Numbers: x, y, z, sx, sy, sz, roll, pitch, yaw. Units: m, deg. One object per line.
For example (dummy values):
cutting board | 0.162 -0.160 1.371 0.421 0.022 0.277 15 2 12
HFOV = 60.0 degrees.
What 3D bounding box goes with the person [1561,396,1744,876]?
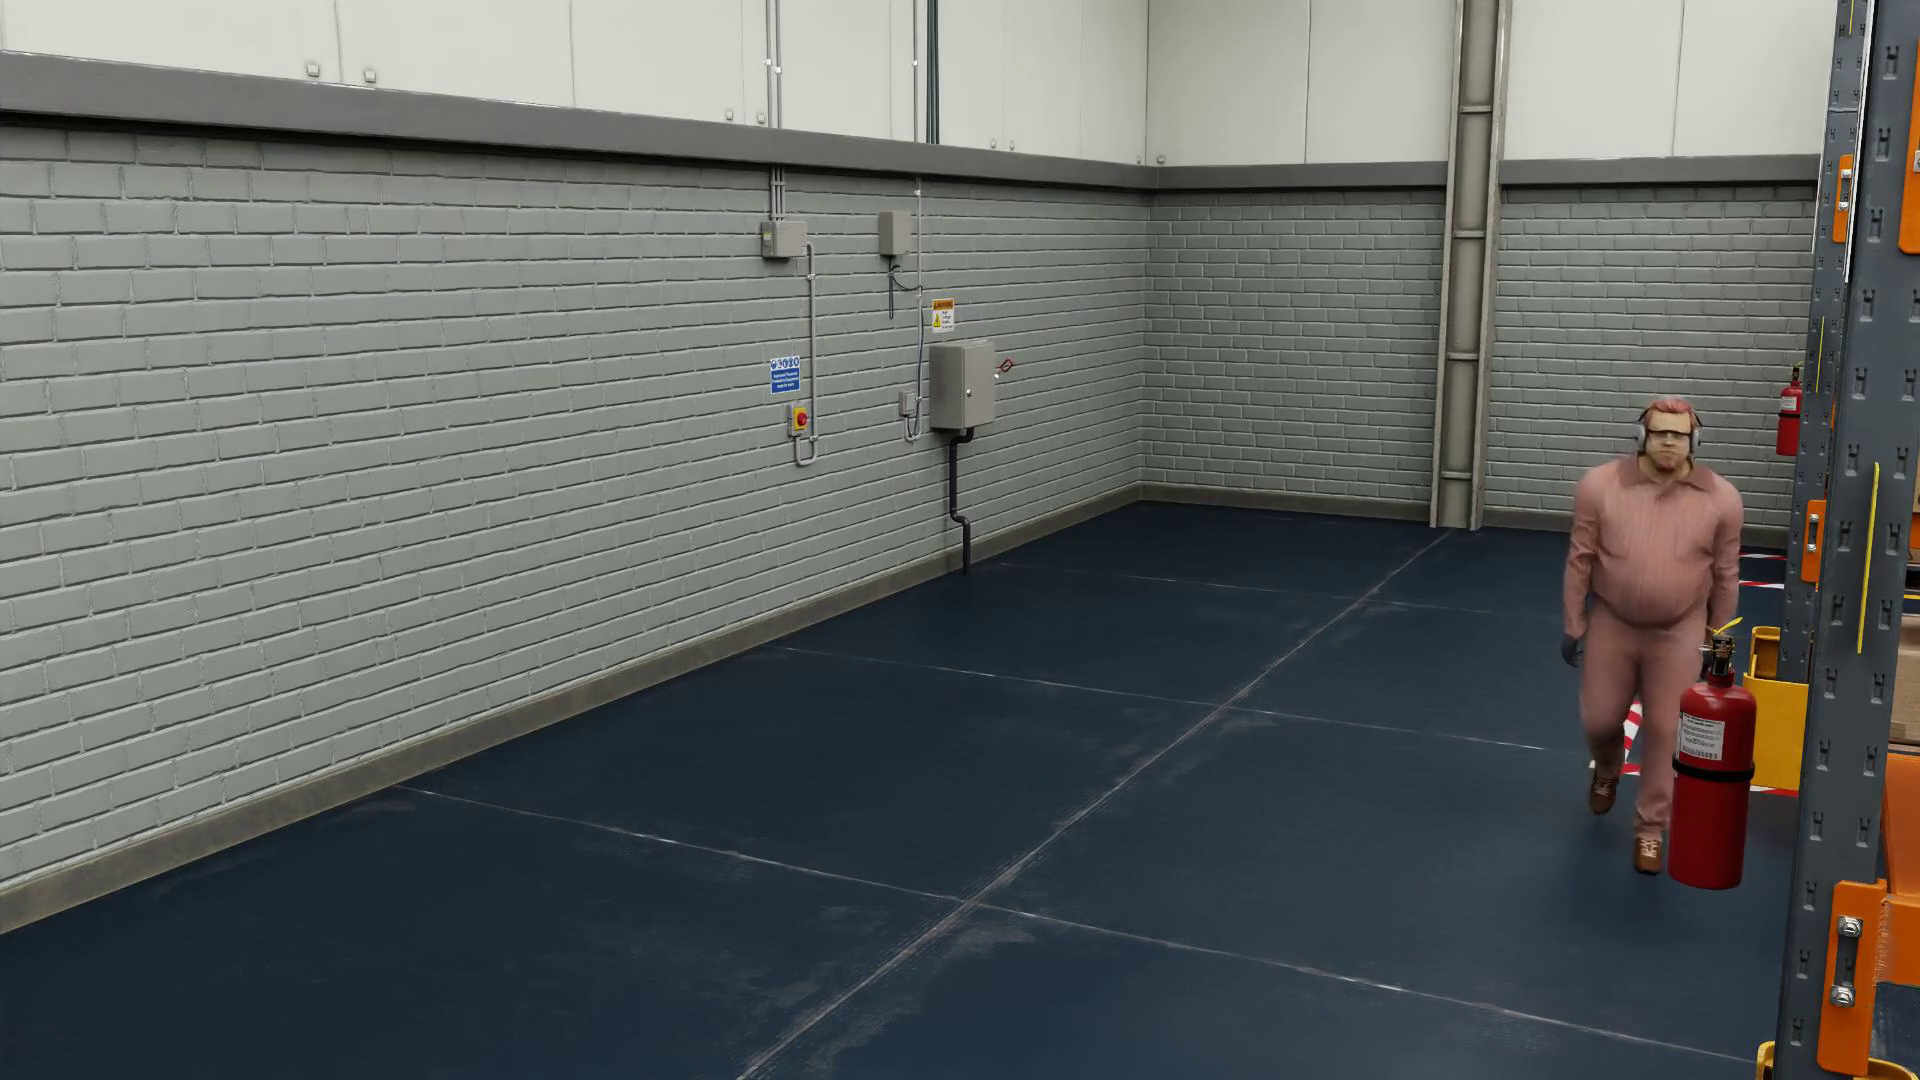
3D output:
person | 2.780 0.352 6.723 0.658 1.892 0.620 4 11 23
